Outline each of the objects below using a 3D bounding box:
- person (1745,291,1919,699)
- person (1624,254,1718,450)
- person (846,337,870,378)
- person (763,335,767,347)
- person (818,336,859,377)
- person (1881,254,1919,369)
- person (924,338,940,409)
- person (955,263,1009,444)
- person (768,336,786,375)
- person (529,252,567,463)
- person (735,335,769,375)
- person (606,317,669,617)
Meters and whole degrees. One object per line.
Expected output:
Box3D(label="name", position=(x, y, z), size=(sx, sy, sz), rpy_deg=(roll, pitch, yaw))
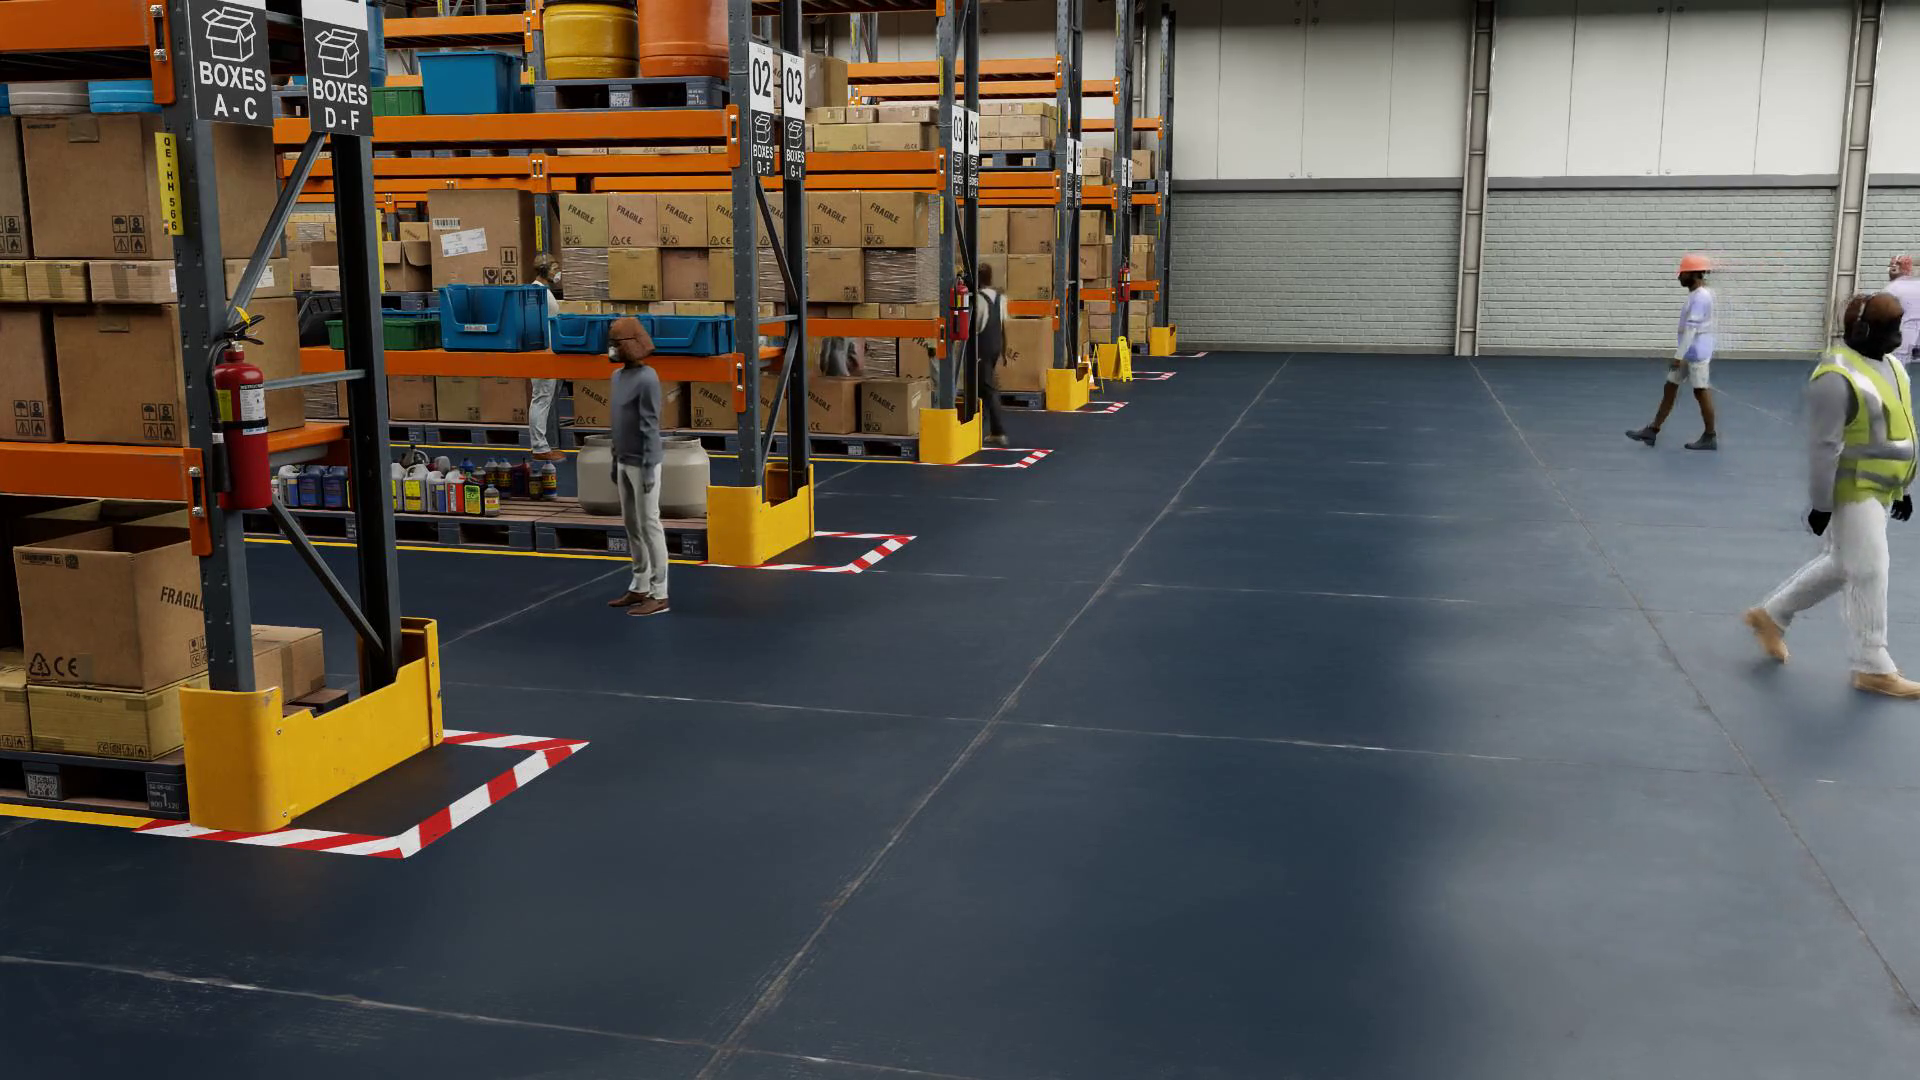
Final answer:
Box3D(label="person", position=(4.074, -0.234, 7.652), size=(0.621, 1.820, 0.841), rpy_deg=(-9, 13, -40))
Box3D(label="person", position=(7.011, -1.822, 16.237), size=(0.923, 1.899, 0.548), rpy_deg=(3, 11, 14))
Box3D(label="person", position=(-1.196, -2.277, 18.757), size=(0.467, 1.888, 0.669), rpy_deg=(4, 11, 19))
Box3D(label="person", position=(-2.399, -2.522, 19.740), size=(0.405, 2.035, 0.606), rpy_deg=(2, 11, 13))
Box3D(label="person", position=(-1.173, -1.865, 17.021), size=(0.902, 1.682, 0.499), rpy_deg=(3, 11, 17))
Box3D(label="person", position=(9.950, -2.121, 17.908), size=(0.673, 1.881, 0.785), rpy_deg=(-6, 12, -29))
Box3D(label="person", position=(-0.251, -2.305, 19.107), size=(0.403, 1.838, 0.592), rpy_deg=(2, 11, 13))
Box3D(label="person", position=(0.176, -1.890, 16.851), size=(0.541, 1.800, 0.918), rpy_deg=(-9, 14, -41))
Box3D(label="person", position=(-1.851, -1.906, 17.392), size=(0.898, 1.646, 0.536), rpy_deg=(0, 10, 0))
Box3D(label="person", position=(-3.844, -1.678, 15.363), size=(0.375, 1.931, 0.625), rpy_deg=(-3, 11, -15))
Box3D(label="person", position=(-2.300, -2.071, 18.453), size=(0.868, 1.596, 0.538), rpy_deg=(6, 12, 29))
Box3D(label="person", position=(-1.776, -0.402, 9.110), size=(0.275, 1.630, 0.496), rpy_deg=(-7, 12, -35))
